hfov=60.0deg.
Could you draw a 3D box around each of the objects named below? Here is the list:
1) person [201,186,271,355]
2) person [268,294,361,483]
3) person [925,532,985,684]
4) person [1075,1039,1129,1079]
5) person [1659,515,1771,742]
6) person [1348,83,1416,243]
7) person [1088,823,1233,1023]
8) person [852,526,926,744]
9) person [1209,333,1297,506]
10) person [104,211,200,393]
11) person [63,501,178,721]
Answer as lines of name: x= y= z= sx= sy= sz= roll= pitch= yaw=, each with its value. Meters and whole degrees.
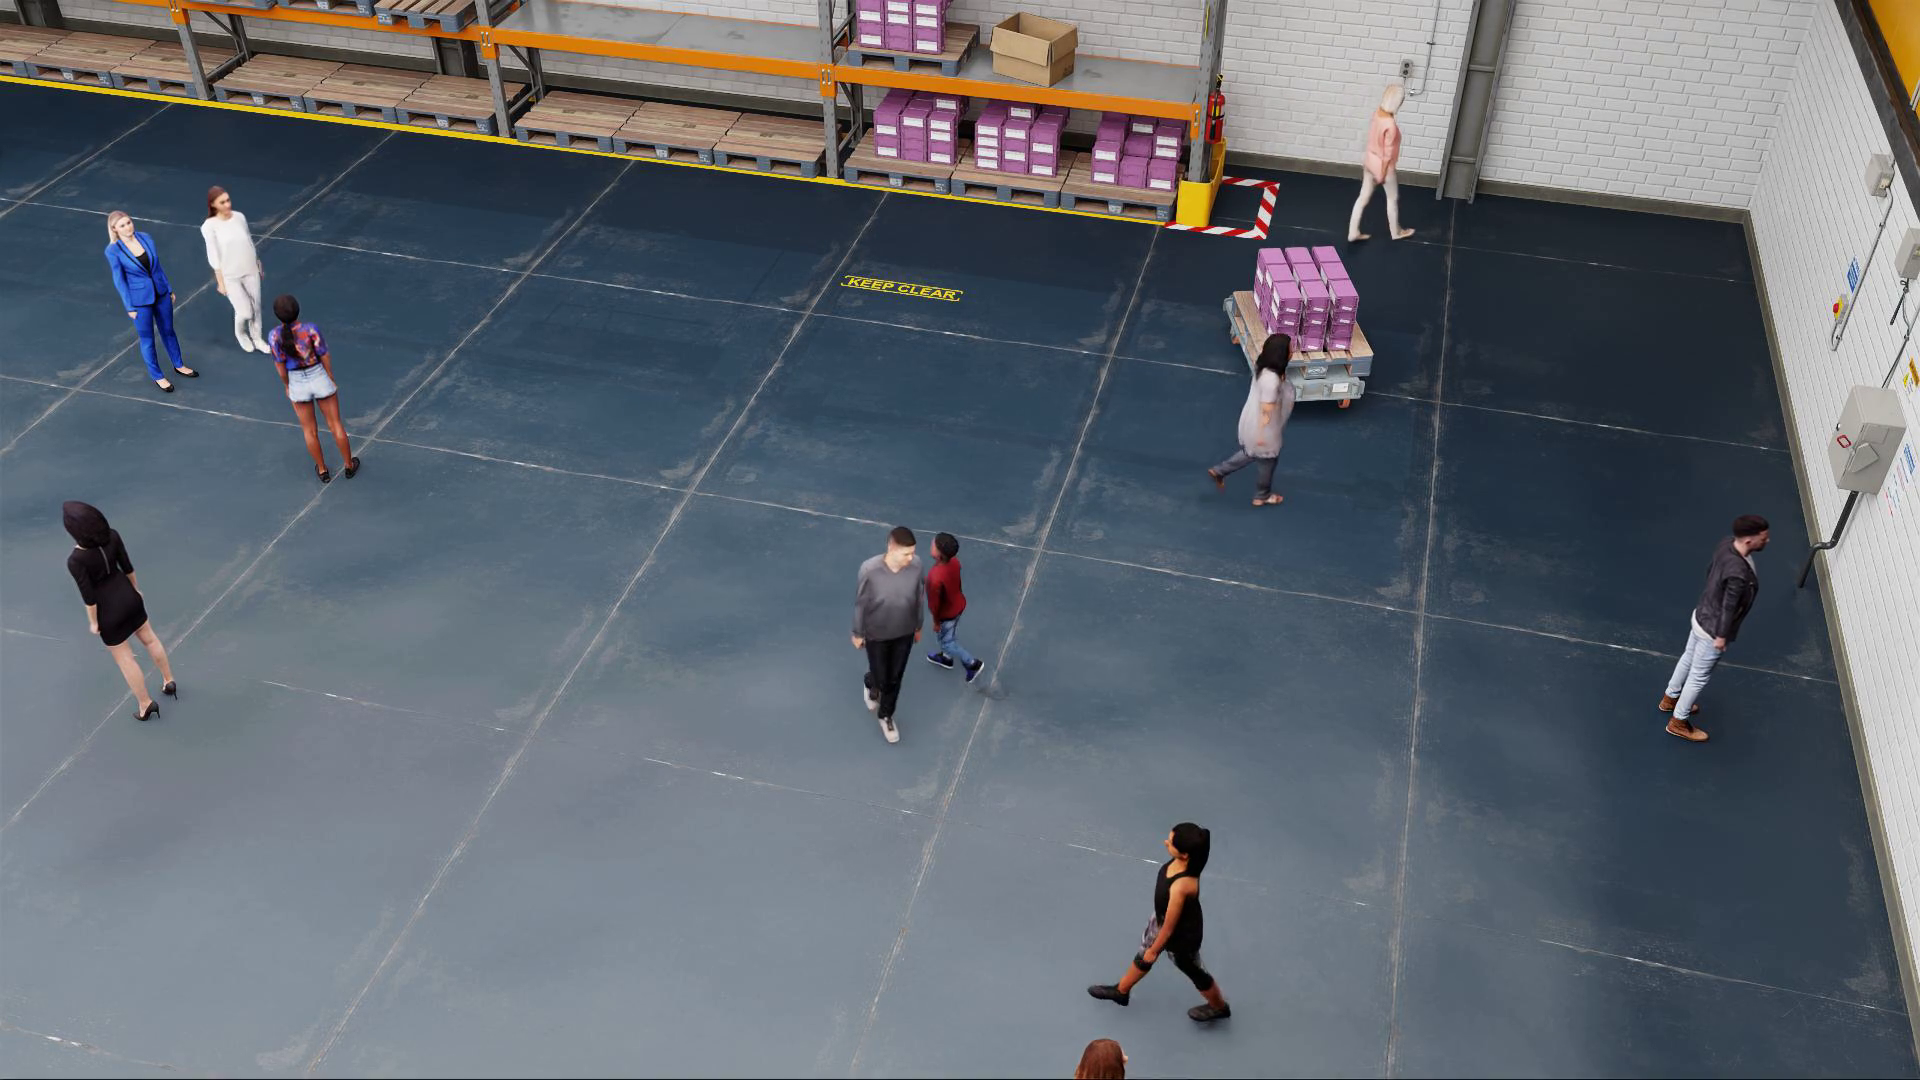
person: x=-6.640 y=-2.457 z=15.162 sx=0.723 sy=1.679 sz=0.711 roll=22 pitch=44 yaw=25
person: x=-5.311 y=-1.248 z=13.598 sx=0.619 sy=1.741 sz=0.726 roll=-10 pitch=40 yaw=-12
person: x=-0.040 y=0.497 z=11.813 sx=0.757 sy=1.242 sz=0.578 roll=17 pitch=42 yaw=20
person: x=0.670 y=3.023 z=8.274 sx=0.678 sy=1.712 sz=0.647 roll=-11 pitch=40 yaw=-14
person: x=5.102 y=0.563 z=11.256 sx=0.555 sy=1.835 sz=0.661 roll=7 pitch=39 yaw=9
person: x=4.169 y=-3.782 z=16.802 sx=1.023 sy=1.703 sz=0.889 roll=-11 pitch=40 yaw=-13
person: x=1.309 y=2.204 z=9.374 sx=1.103 sy=1.620 sz=0.685 roll=5 pitch=39 yaw=6
person: x=-0.500 y=0.571 z=11.321 sx=0.868 sy=1.741 sz=0.924 roll=-11 pitch=40 yaw=-13
person: x=2.362 y=-0.943 z=13.339 sx=0.939 sy=1.589 sz=0.788 roll=-2 pitch=39 yaw=-3
person: x=-7.216 y=-2.141 z=14.749 sx=0.632 sy=1.700 sz=0.672 roll=20 pitch=43 yaw=23
person: x=-5.764 y=0.482 z=11.381 sx=0.507 sy=1.804 sz=0.617 roll=13 pitch=41 yaw=16
